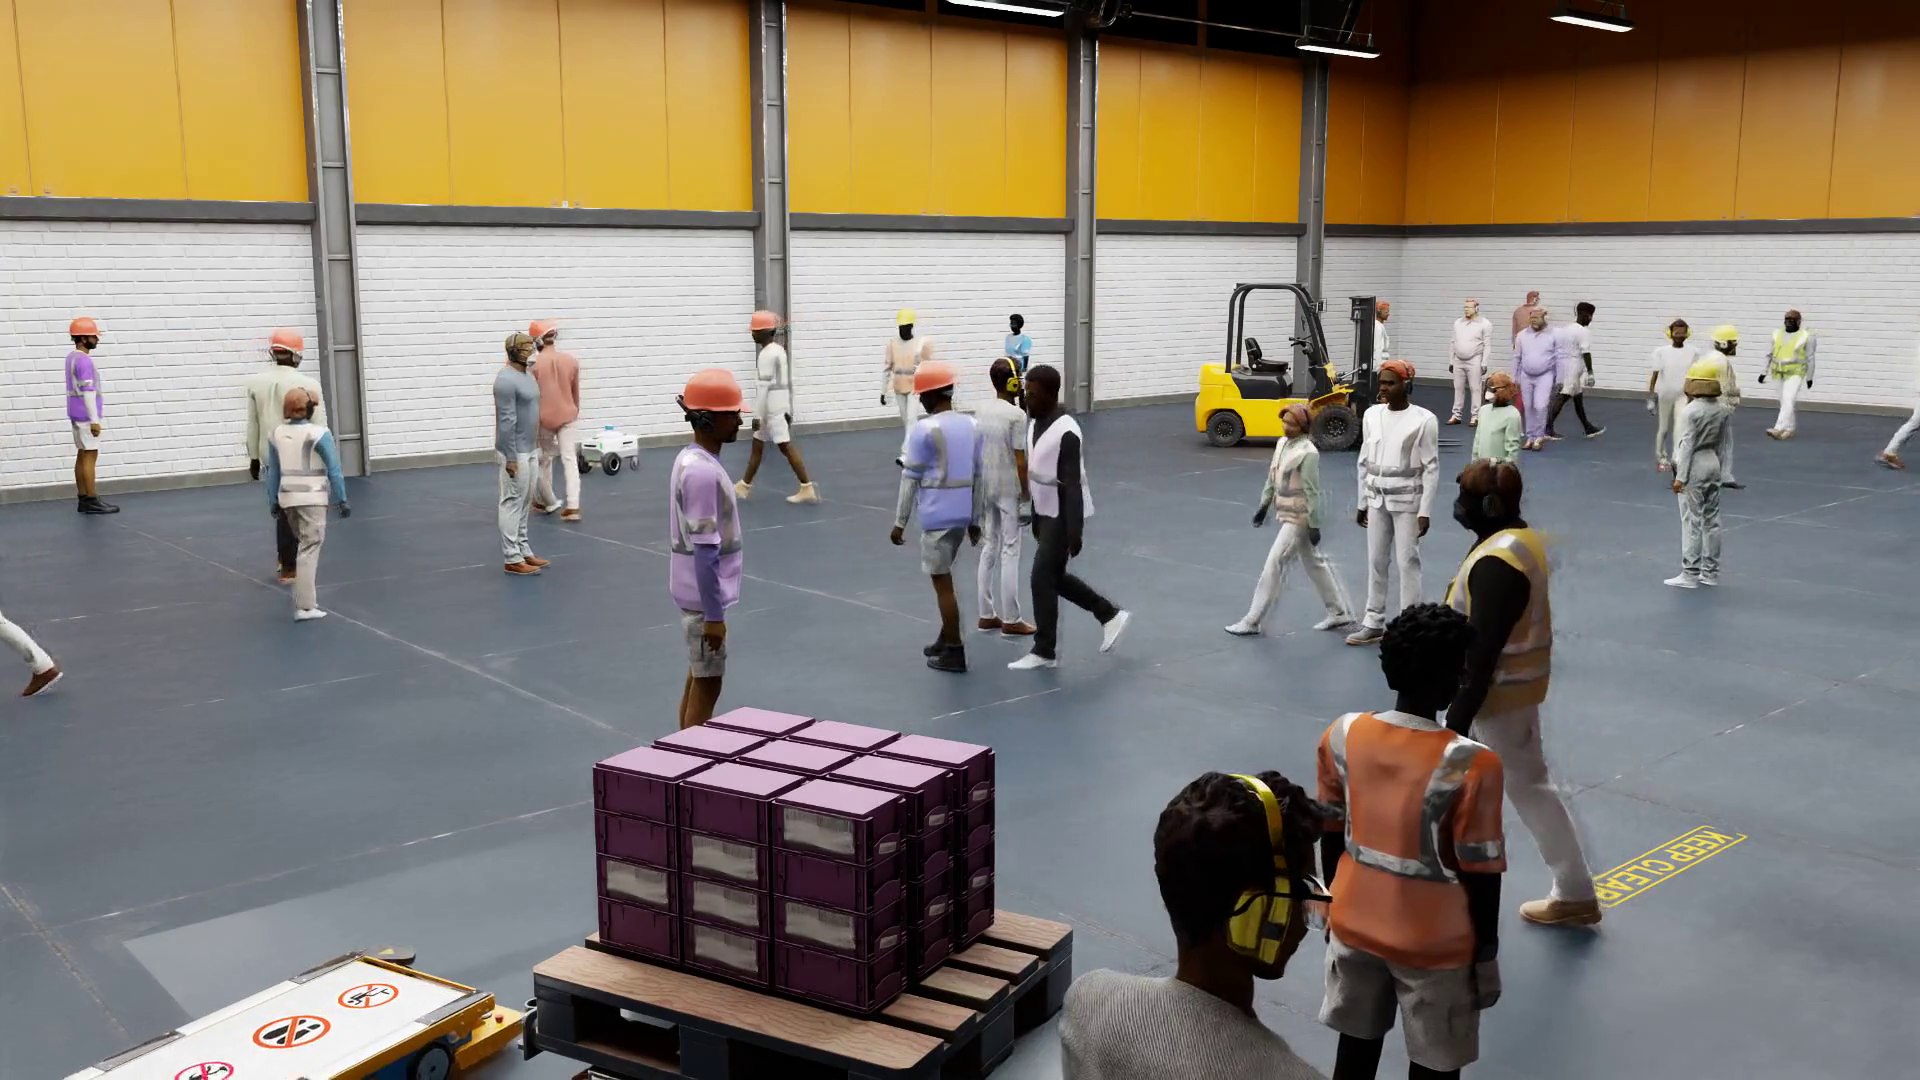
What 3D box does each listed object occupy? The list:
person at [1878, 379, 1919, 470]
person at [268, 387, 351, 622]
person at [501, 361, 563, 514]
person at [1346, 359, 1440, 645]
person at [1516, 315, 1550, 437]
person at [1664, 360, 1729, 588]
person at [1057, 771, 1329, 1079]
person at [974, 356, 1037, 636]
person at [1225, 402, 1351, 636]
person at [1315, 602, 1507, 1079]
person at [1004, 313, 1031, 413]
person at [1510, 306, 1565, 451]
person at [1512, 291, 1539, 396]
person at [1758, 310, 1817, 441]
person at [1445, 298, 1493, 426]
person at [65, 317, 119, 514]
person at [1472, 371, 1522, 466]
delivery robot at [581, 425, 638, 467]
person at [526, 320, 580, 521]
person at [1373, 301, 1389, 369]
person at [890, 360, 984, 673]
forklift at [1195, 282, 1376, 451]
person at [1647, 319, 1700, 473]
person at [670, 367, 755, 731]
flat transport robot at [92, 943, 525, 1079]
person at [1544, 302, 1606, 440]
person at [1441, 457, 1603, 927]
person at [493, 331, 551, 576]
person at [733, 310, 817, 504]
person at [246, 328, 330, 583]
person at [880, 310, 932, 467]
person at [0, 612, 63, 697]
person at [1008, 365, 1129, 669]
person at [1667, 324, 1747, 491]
[{"bbox_3d":[11.420,-1.741,19.570,1.002,1.900,0.635,2,10,11],"label":"person"},{"bbox_3d":[-4.544,-0.251,11.647,0.534,1.623,0.540,4,10,21],"label":"person"},{"bbox_3d":[-4.217,-1.001,16.083,0.511,1.601,0.803,2,10,13],"label":"person"},{"bbox_3d":[2.786,-0.217,10.675,0.356,1.881,0.575,-7,12,-37],"label":"person"},{"bbox_3d":[8.011,-2.286,23.212,0.553,1.733,0.696,-1,10,-5],"label":"person"},{"bbox_3d":[5.652,-0.504,12.762,0.492,1.742,0.320,-6,11,-30],"label":"person"},{"bbox_3d":[0.336,1.223,2.299,0.335,1.865,0.521,-8,12,-38],"label":"person"},{"bbox_3d":[0.295,-0.291,11.158,0.335,1.868,0.521,-8,12,-38],"label":"person"},{"bbox_3d":[2.244,-0.137,11.094,0.888,1.577,0.517,-1,10,-3],"label":"person"},{"bbox_3d":[1.114,0.992,4.148,0.322,1.692,0.534,-8,12,-38],"label":"person"},{"bbox_3d":[0.830,-2.500,24.593,0.330,1.694,0.543,-7,12,-37],"label":"person"},{"bbox_3d":[7.462,-2.092,21.636,0.685,1.882,0.633,8,13,41],"label":"person"},{"bbox_3d":[10.328,-3.550,30.139,0.401,1.901,0.642,-8,12,-38],"label":"person"},{"bbox_3d":[11.413,-2.274,22.992,0.978,1.788,0.629,-6,12,-32],"label":"person"},{"bbox_3d":[7.594,-2.652,24.854,0.639,1.910,0.407,9,14,44],"label":"person"},{"bbox_3d":[-8.585,-1.221,16.405,0.387,1.936,0.550,-8,12,-38],"label":"person"},{"bbox_3d":[4.240,-0.520,13.193,0.290,1.632,0.508,-3,10,-16],"label":"person"},{"bbox_3d":[-4.104,-1.107,19.493,0.477,0.478,0.707,5,11,27],"label":"delivery robot"},{"bbox_3d":[-3.942,-1.155,16.055,0.618,1.930,1.009,-6,12,-33],"label":"person"},{"bbox_3d":[6.057,-2.523,24.185,0.358,1.878,0.574,1,10,7],"label":"person"},{"bbox_3d":[-0.159,-0.142,10.193,0.636,1.903,0.537,8,13,40],"label":"person"},{"bbox_3d":[4.328,-2.346,22.227,2.313,2.155,1.214,3,10,16],"label":"forklift"},{"bbox_3d":[8.202,-1.626,19.156,0.544,1.815,0.994,2,10,14],"label":"person"},{"bbox_3d":[-1.106,0.246,7.493,0.394,2.042,0.611,-2,10,-11],"label":"person"},{"bbox_3d":[-2.028,1.573,4.903,0.652,0.197,1.431,6,11,29],"label":"flat transport robot"},{"bbox_3d":[8.530,-2.334,23.020,1.035,1.897,0.700,-1,10,-4],"label":"person"},{"bbox_3d":[2.007,0.580,6.298,0.979,1.791,0.636,3,10,18],"label":"person"},{"bbox_3d":[-3.515,-0.694,13.302,0.376,1.940,0.629,1,10,3],"label":"person"},{"bbox_3d":[-1.958,-1.346,17.023,1.076,1.988,0.604,1,10,4],"label":"person"},{"bbox_3d":[-5.198,-0.659,12.989,0.640,1.970,0.575,2,10,12],"label":"person"},{"bbox_3d":[-0.677,-1.808,19.951,0.618,1.879,0.947,4,11,23],"label":"person"},{"bbox_3d":[-5.609,0.131,9.461,0.821,1.597,0.502,-4,11,-24],"label":"person"},{"bbox_3d":[0.674,-0.147,10.266,0.750,1.889,0.628,-3,10,-15],"label":"person"},{"bbox_3d":[8.142,-1.431,17.992,0.751,1.813,0.600,4,11,23],"label":"person"}]
